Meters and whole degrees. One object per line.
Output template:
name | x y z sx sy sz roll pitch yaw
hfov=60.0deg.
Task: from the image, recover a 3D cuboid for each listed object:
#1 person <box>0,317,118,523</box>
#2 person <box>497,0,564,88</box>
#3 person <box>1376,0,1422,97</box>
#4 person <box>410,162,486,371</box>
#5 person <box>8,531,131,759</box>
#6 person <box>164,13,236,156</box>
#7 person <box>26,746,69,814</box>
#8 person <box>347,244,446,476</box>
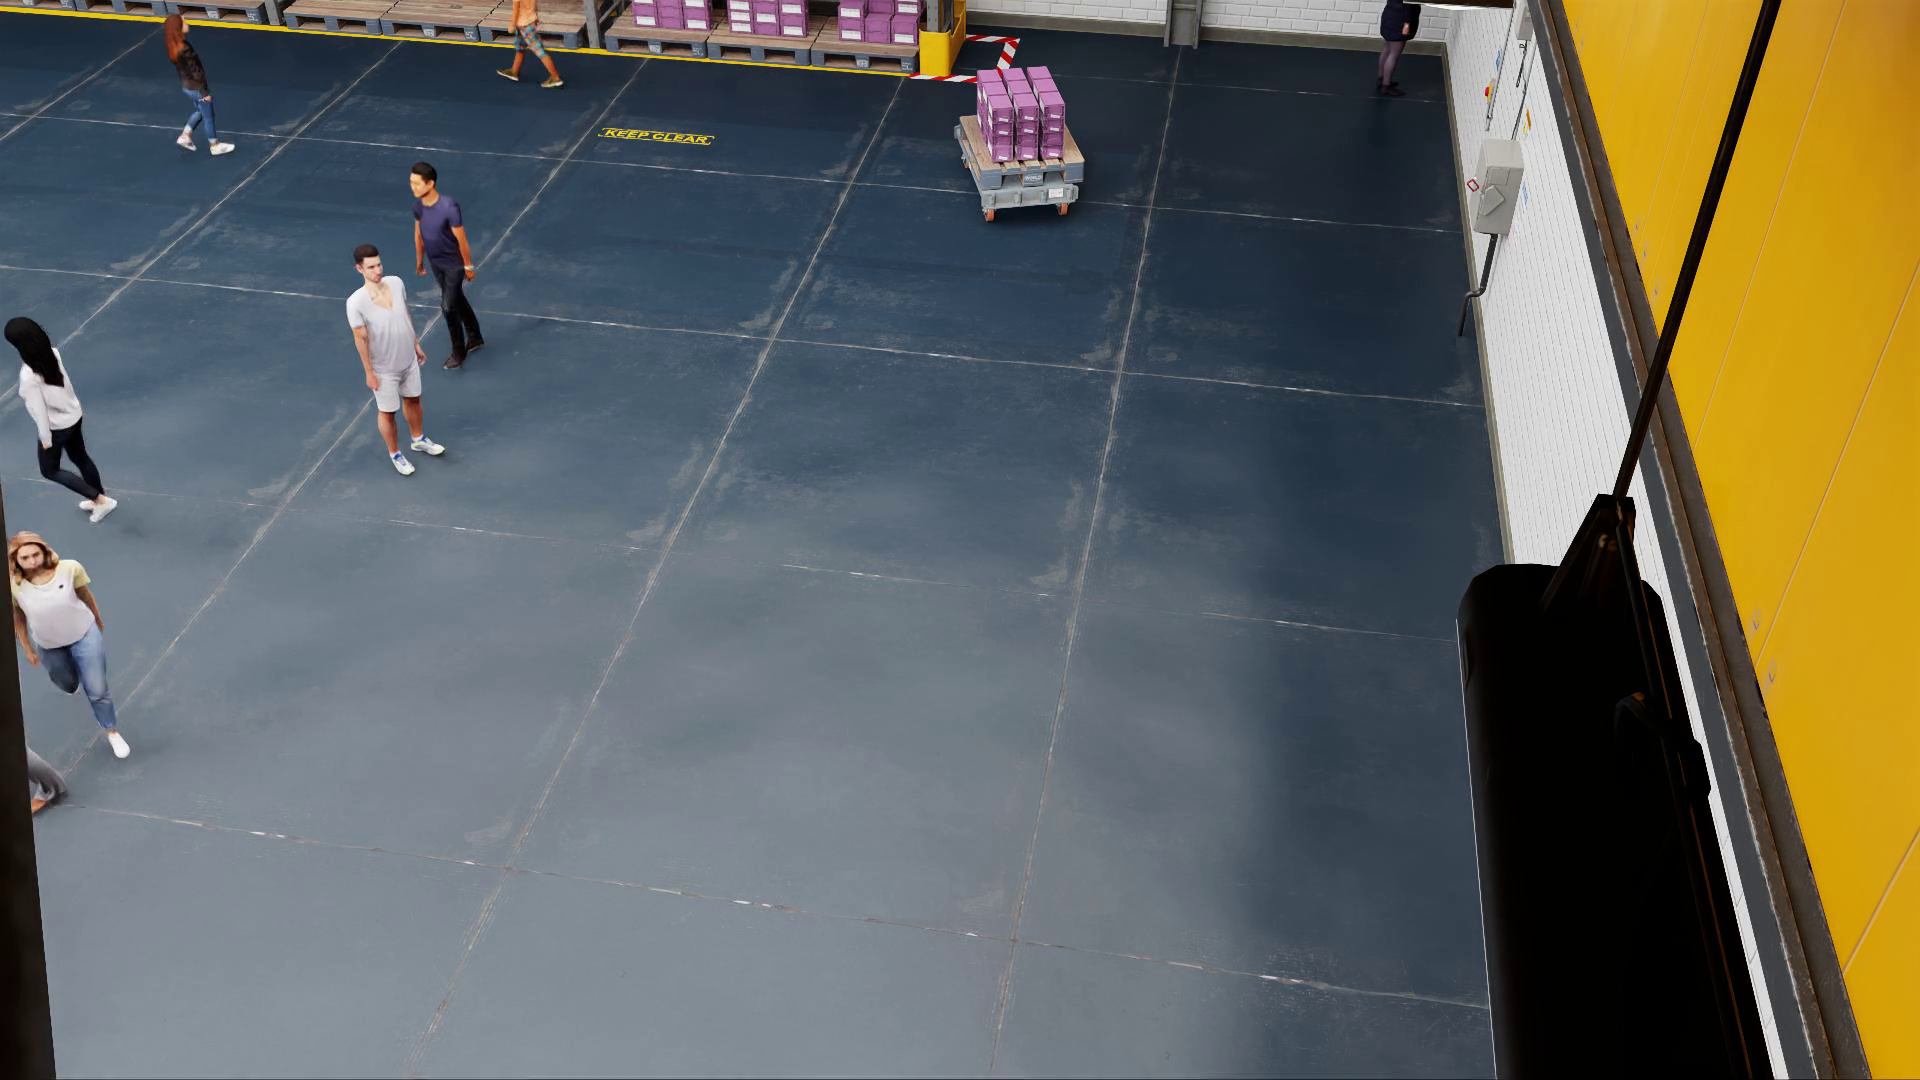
person | -6.364 -0.827 11.839 0.687 1.694 0.704 2 39 3
person | -4.621 -5.583 18.010 1.010 1.424 0.626 1 39 1
person | 4.717 -5.613 17.849 0.708 1.673 0.723 -2 39 -2
person | -4.132 -2.306 13.625 0.837 1.775 0.882 22 44 26
person | -5.440 0.562 10.101 1.038 1.693 1.109 -25 45 -28
person | -7.729 -4.523 16.646 0.840 1.470 0.794 -28 47 -31
person | -5.628 0.990 9.565 1.107 1.691 1.054 30 47 32
person | -4.242 -1.370 12.391 0.699 1.853 0.757 21 43 24
